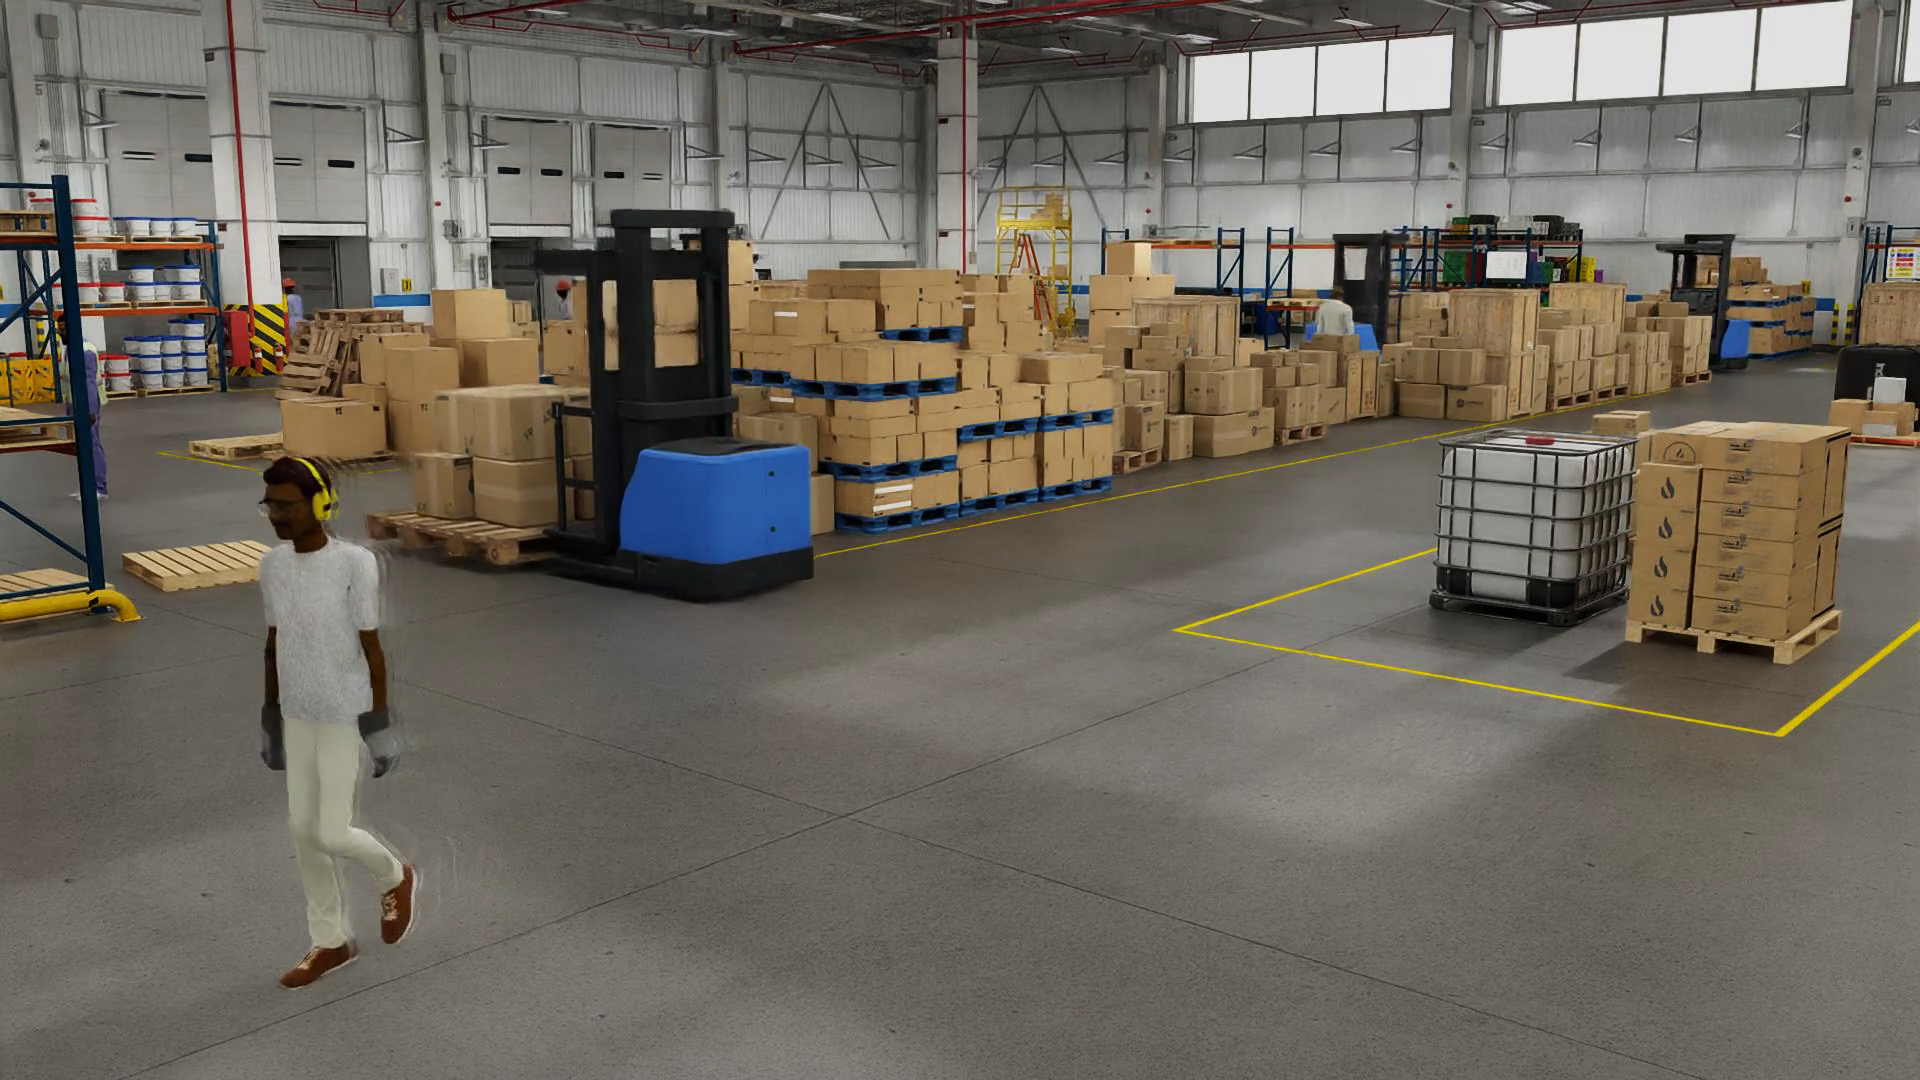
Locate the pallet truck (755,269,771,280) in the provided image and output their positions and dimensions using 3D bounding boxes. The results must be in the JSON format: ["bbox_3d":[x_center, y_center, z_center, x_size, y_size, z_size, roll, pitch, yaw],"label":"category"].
[{"bbox_3d":[-4.996,-6.432,45.525,1.885,1.965,0.823,-6,12,-32],"label":"pallet truck"}]

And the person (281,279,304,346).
[{"bbox_3d":[-13.975,-4.463,34.572,0.722,1.914,0.546,1,10,8],"label":"person"}]

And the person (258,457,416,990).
[{"bbox_3d":[-2.190,0.619,5.793,0.542,1.852,0.477,4,11,22],"label":"person"}]

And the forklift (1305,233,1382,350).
[{"bbox_3d":[7.684,-4.573,32.429,1.873,2.768,1.129,-9,14,-42],"label":"forklift"}]

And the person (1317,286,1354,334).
[{"bbox_3d":[6.574,-3.467,28.951,1.037,1.882,0.651,-9,13,-41],"label":"person"}]

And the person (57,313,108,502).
[{"bbox_3d":[-8.883,-1.349,16.852,0.590,1.910,0.406,8,13,40],"label":"person"}]

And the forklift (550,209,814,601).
[{"bbox_3d":[-2.110,-1.078,12.531,1.873,2.768,1.129,8,13,40],"label":"forklift"}]

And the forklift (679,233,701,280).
[{"bbox_3d":[-5.031,-4.620,32.696,1.873,2.768,1.129,8,13,40],"label":"forklift"}]

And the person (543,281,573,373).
[{"bbox_3d":[-7.965,-4.248,33.410,0.905,1.891,0.565,-6,12,-31],"label":"person"}]

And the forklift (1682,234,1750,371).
[{"bbox_3d":[15.260,-4.861,34.066,1.873,2.768,1.129,-7,12,-34],"label":"forklift"}]
